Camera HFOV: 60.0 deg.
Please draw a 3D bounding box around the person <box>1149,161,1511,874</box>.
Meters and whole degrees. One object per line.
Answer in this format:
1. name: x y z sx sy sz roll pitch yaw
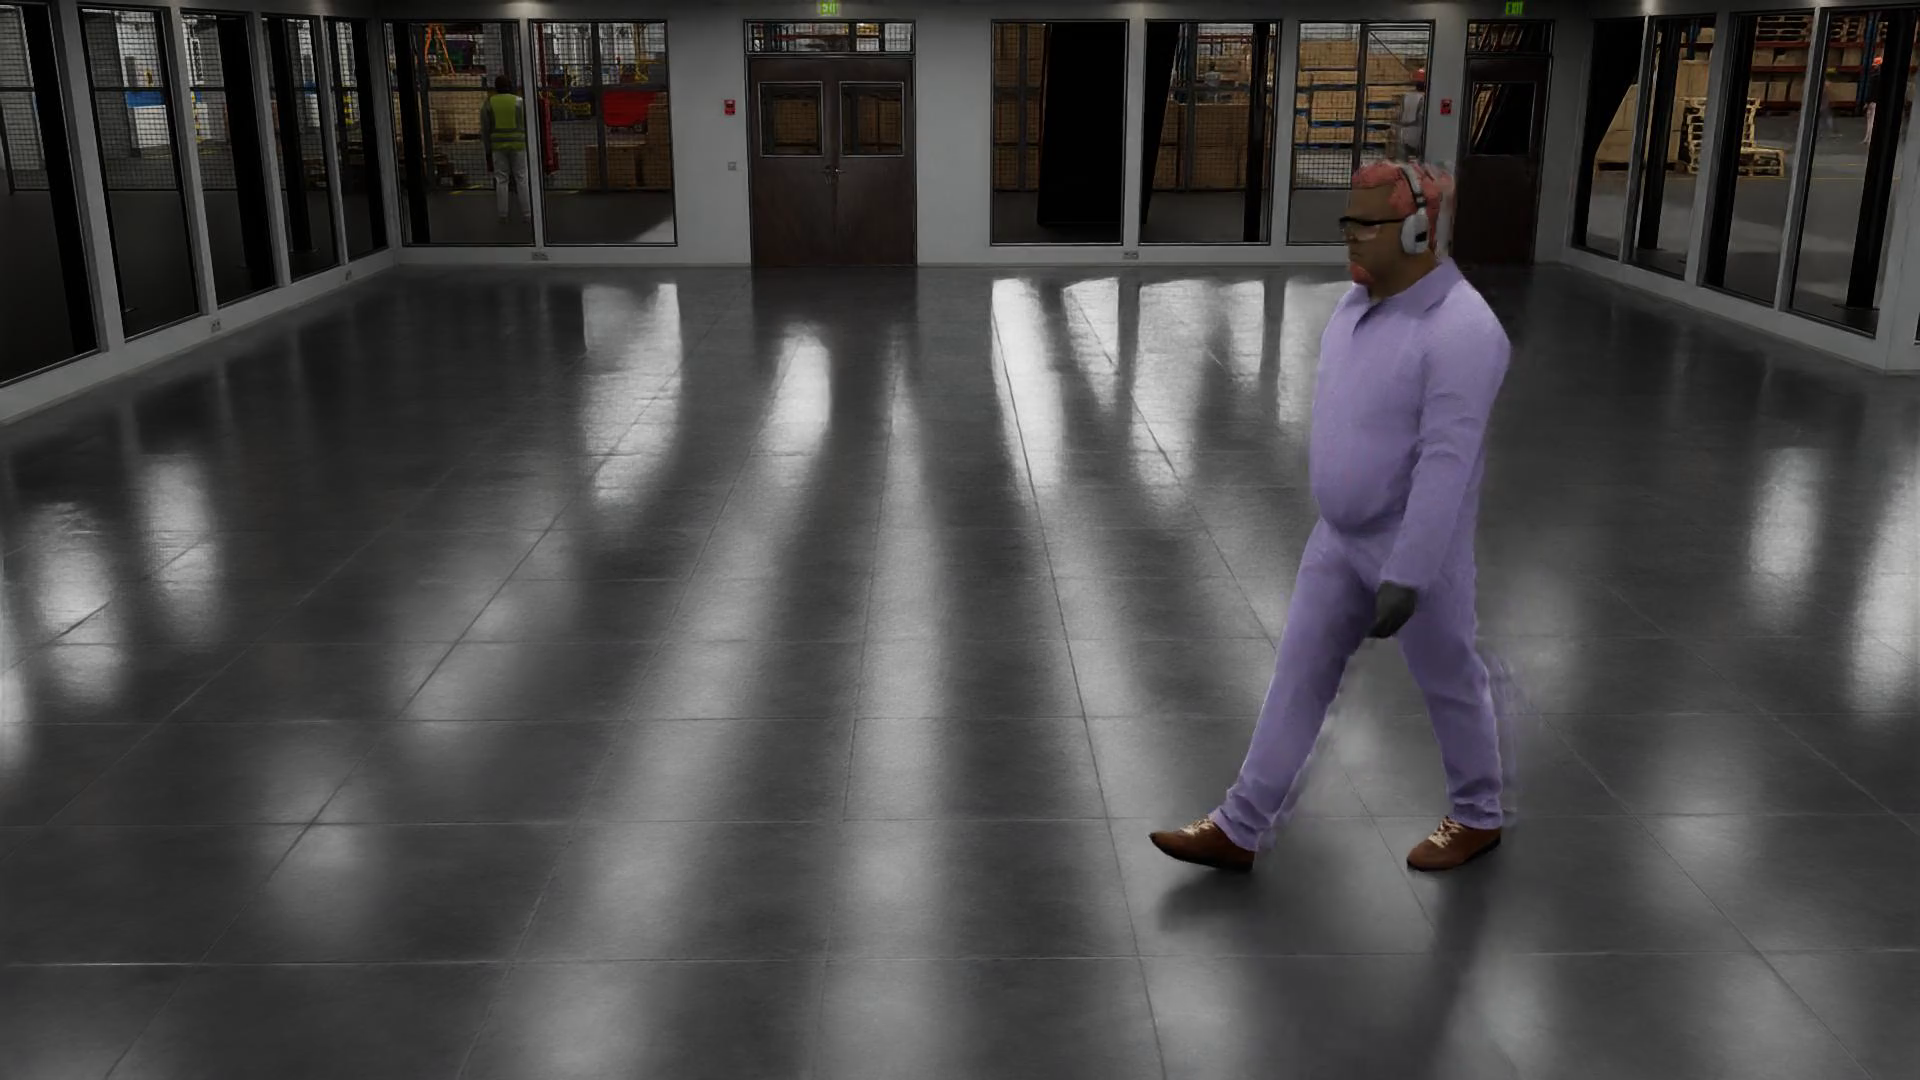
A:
1. person: 1.033 -0.001 4.188 0.998 1.853 0.656 -6 17 -20
